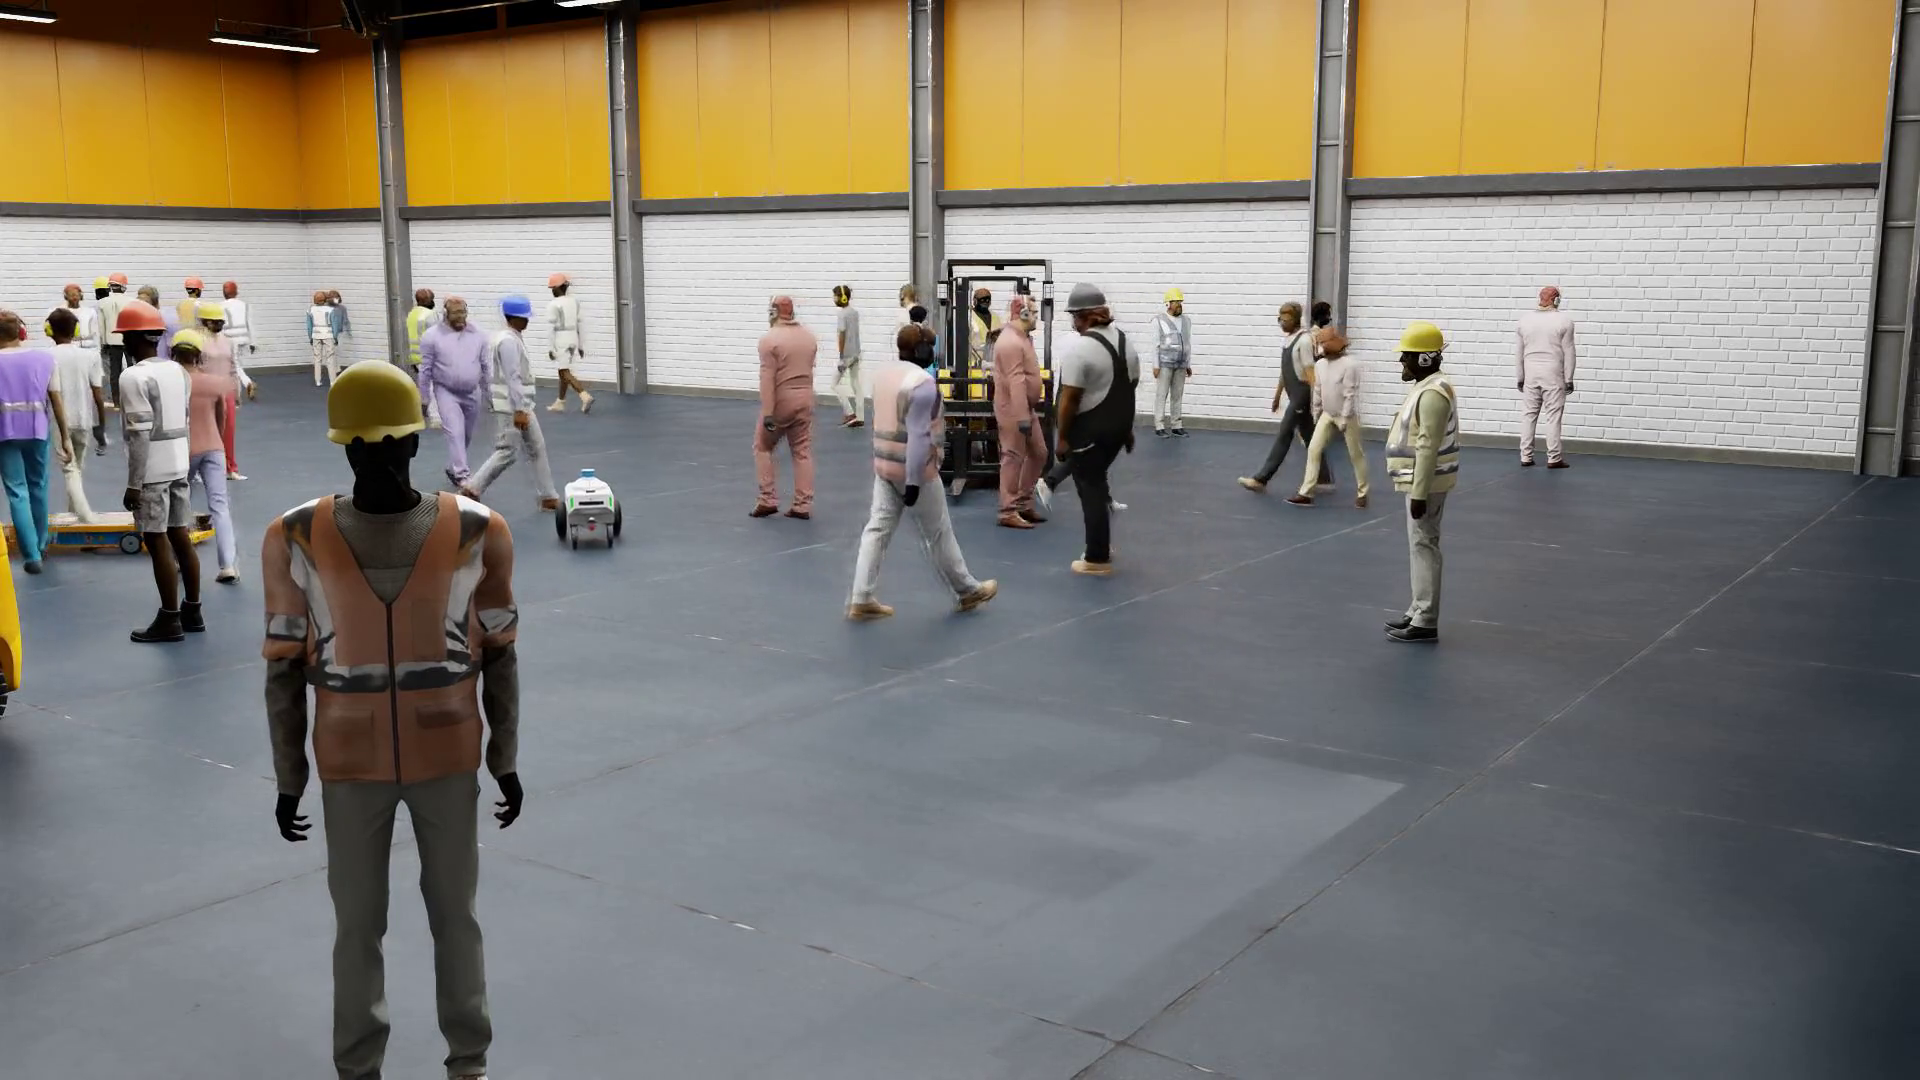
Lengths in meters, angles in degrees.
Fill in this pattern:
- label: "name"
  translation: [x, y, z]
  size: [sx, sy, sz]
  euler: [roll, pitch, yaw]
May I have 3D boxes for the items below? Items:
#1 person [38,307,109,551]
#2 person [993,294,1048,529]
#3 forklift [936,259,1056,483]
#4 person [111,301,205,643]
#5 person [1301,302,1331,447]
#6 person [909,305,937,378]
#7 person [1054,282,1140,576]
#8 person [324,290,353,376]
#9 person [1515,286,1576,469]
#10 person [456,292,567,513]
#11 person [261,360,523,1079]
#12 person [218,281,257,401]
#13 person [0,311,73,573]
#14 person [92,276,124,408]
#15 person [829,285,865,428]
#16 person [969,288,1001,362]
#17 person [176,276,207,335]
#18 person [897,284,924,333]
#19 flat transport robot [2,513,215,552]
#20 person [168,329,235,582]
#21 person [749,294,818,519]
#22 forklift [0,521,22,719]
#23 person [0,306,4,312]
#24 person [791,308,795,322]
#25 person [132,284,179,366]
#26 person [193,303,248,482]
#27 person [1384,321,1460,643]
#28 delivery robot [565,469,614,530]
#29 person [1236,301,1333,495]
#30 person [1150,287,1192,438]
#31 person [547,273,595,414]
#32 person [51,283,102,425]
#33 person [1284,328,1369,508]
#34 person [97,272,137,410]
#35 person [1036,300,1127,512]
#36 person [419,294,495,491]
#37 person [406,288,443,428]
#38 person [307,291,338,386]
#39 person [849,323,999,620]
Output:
- label: "person"
  translation: [-6.707, -0.837, 12.529]
  size: [1.001, 1.818, 0.534]
  euler: [9, 13, 44]
- label: "person"
  translation: [0.509, -1.028, 13.448]
  size: [0.479, 1.893, 0.699]
  euler: [2, 10, 14]
- label: "forklift"
  translation: [0.370, -1.738, 16.759]
  size: [1.214, 2.155, 2.313]
  euler: [1, 10, 3]
- label: "person"
  translation: [-4.589, -0.385, 9.461]
  size: [0.368, 1.935, 0.552]
  euler: [1, 10, 6]
- label: "person"
  translation: [4.138, -1.913, 19.312]
  size: [0.321, 1.690, 0.527]
  euler: [1, 10, 7]
- label: "person"
  translation: [-0.543, -1.900, 19.348]
  size: [0.870, 1.627, 0.553]
  euler: [7, 12, 34]
- label: "person"
  translation: [0.875, -0.776, 11.487]
  size: [0.597, 2.000, 0.706]
  euler: [8, 13, 40]
- label: "person"
  translation: [-11.618, -3.836, 30.963]
  size: [0.421, 1.614, 0.515]
  euler: [7, 12, 37]
- label: "person"
  translation: [6.134, -1.698, 17.395]
  size: [0.636, 1.903, 0.405]
  euler: [9, 13, 43]
- label: "person"
  translation: [-3.791, -1.136, 14.039]
  size: [0.925, 1.910, 0.622]
  euler: [-1, 10, -7]
- label: "person"
  translation: [-1.371, 0.526, 4.066]
  size: [0.594, 1.926, 0.367]
  euler: [-3, 10, -16]
- label: "person"
  translation: [-11.083, -3.043, 25.534]
  size: [0.776, 1.864, 0.588]
  euler: [6, 11, 31]
- label: "person"
  translation: [-6.643, -0.698, 11.719]
  size: [0.596, 1.799, 0.912]
  euler: [-8, 12, -39]
- label: "person"
  translation: [-12.545, -2.908, 24.508]
  size: [0.356, 1.930, 0.592]
  euler: [1, 10, 9]
- label: "person"
  translation: [-1.463, -2.355, 21.466]
  size: [0.507, 1.844, 0.625]
  euler: [4, 10, 24]
- label: "person"
  translation: [0.259, -2.065, 19.758]
  size: [0.635, 1.840, 0.429]
  euler: [-7, 12, -36]
- label: "person"
  translation: [-11.235, -2.911, 24.507]
  size: [0.551, 1.937, 0.357]
  euler: [3, 10, 18]
- label: "person"
  translation: [-0.532, -2.204, 20.464]
  size: [0.948, 1.894, 0.643]
  euler: [2, 10, 11]
- label: "flat transport robot"
  translation: [-6.454, -0.067, 12.521]
  size: [1.431, 0.197, 0.652]
  euler: [-1, 10, -5]
- label: "person"
  translation: [-5.198, -0.570, 11.275]
  size: [0.521, 1.699, 0.979]
  euler: [-9, 13, -44]
- label: "person"
  translation: [-1.505, -1.116, 13.980]
  size: [0.655, 1.880, 0.643]
  euler: [9, 13, 44]
- label: "forklift"
  translation: [-5.296, -0.090, 6.943]
  size: [1.214, 2.155, 2.313]
  euler: [7, 12, 35]
- label: "person"
  translation: [-12.158, -2.285, 20.656]
  size: [0.621, 1.975, 0.701]
  euler: [-9, 13, -43]
- label: "person"
  translation: [-2.212, -2.126, 20.798]
  size: [0.806, 1.592, 0.546]
  euler: [9, 13, 43]
- label: "person"
  translation: [-8.936, -1.902, 18.596]
  size: [0.641, 1.911, 0.904]
  euler: [4, 10, 24]
- label: "person"
  translation: [-7.311, -1.438, 16.292]
  size: [0.470, 1.754, 0.532]
  euler: [5, 11, 27]
- label: "person"
  translation: [2.621, -0.328, 9.460]
  size: [0.403, 1.825, 0.593]
  euler: [2, 10, 14]
- label: "delivery robot"
  translation: [-2.856, -0.303, 12.806]
  size: [0.477, 0.478, 0.707]
  euler: [-3, 10, -15]
- label: "person"
  translation: [3.015, -1.286, 15.266]
  size: [0.955, 1.782, 0.559]
  euler: [0, 10, -1]
- label: "person"
  translation: [2.603, -2.165, 20.367]
  size: [0.590, 1.837, 0.404]
  euler: [-6, 11, -30]
- label: "person"
  translation: [-5.552, -2.782, 23.584]
  size: [0.955, 2.005, 0.608]
  euler: [6, 11, 30]
- label: "person"
  translation: [-11.647, -2.443, 21.914]
  size: [0.574, 1.870, 0.581]
  euler: [-9, 13, -43]
- label: "person"
  translation: [3.260, -1.056, 14.536]
  size: [0.733, 1.572, 0.527]
  euler: [-7, 12, -34]
- label: "person"
  translation: [-12.112, -2.866, 24.061]
  size: [0.609, 1.996, 0.379]
  euler: [-1, 10, -4]
- label: "person"
  translation: [1.049, -1.160, 14.227]
  size: [0.820, 1.892, 0.604]
  euler: [-3, 10, -19]
- label: "person"
  translation: [-4.712, -1.365, 15.561]
  size: [0.671, 1.872, 0.971]
  euler: [-7, 12, -37]
- label: "person"
  translation: [-6.886, -2.314, 21.307]
  size: [0.720, 1.818, 0.634]
  euler: [-8, 13, -41]
- label: "person"
  translation: [-10.966, -3.457, 28.642]
  size: [0.511, 1.641, 0.309]
  euler: [0, 10, 1]
- label: "person"
  translation: [-0.263, -0.416, 10.104]
  size: [0.986, 1.784, 0.629]
  euler: [-7, 12, -34]
